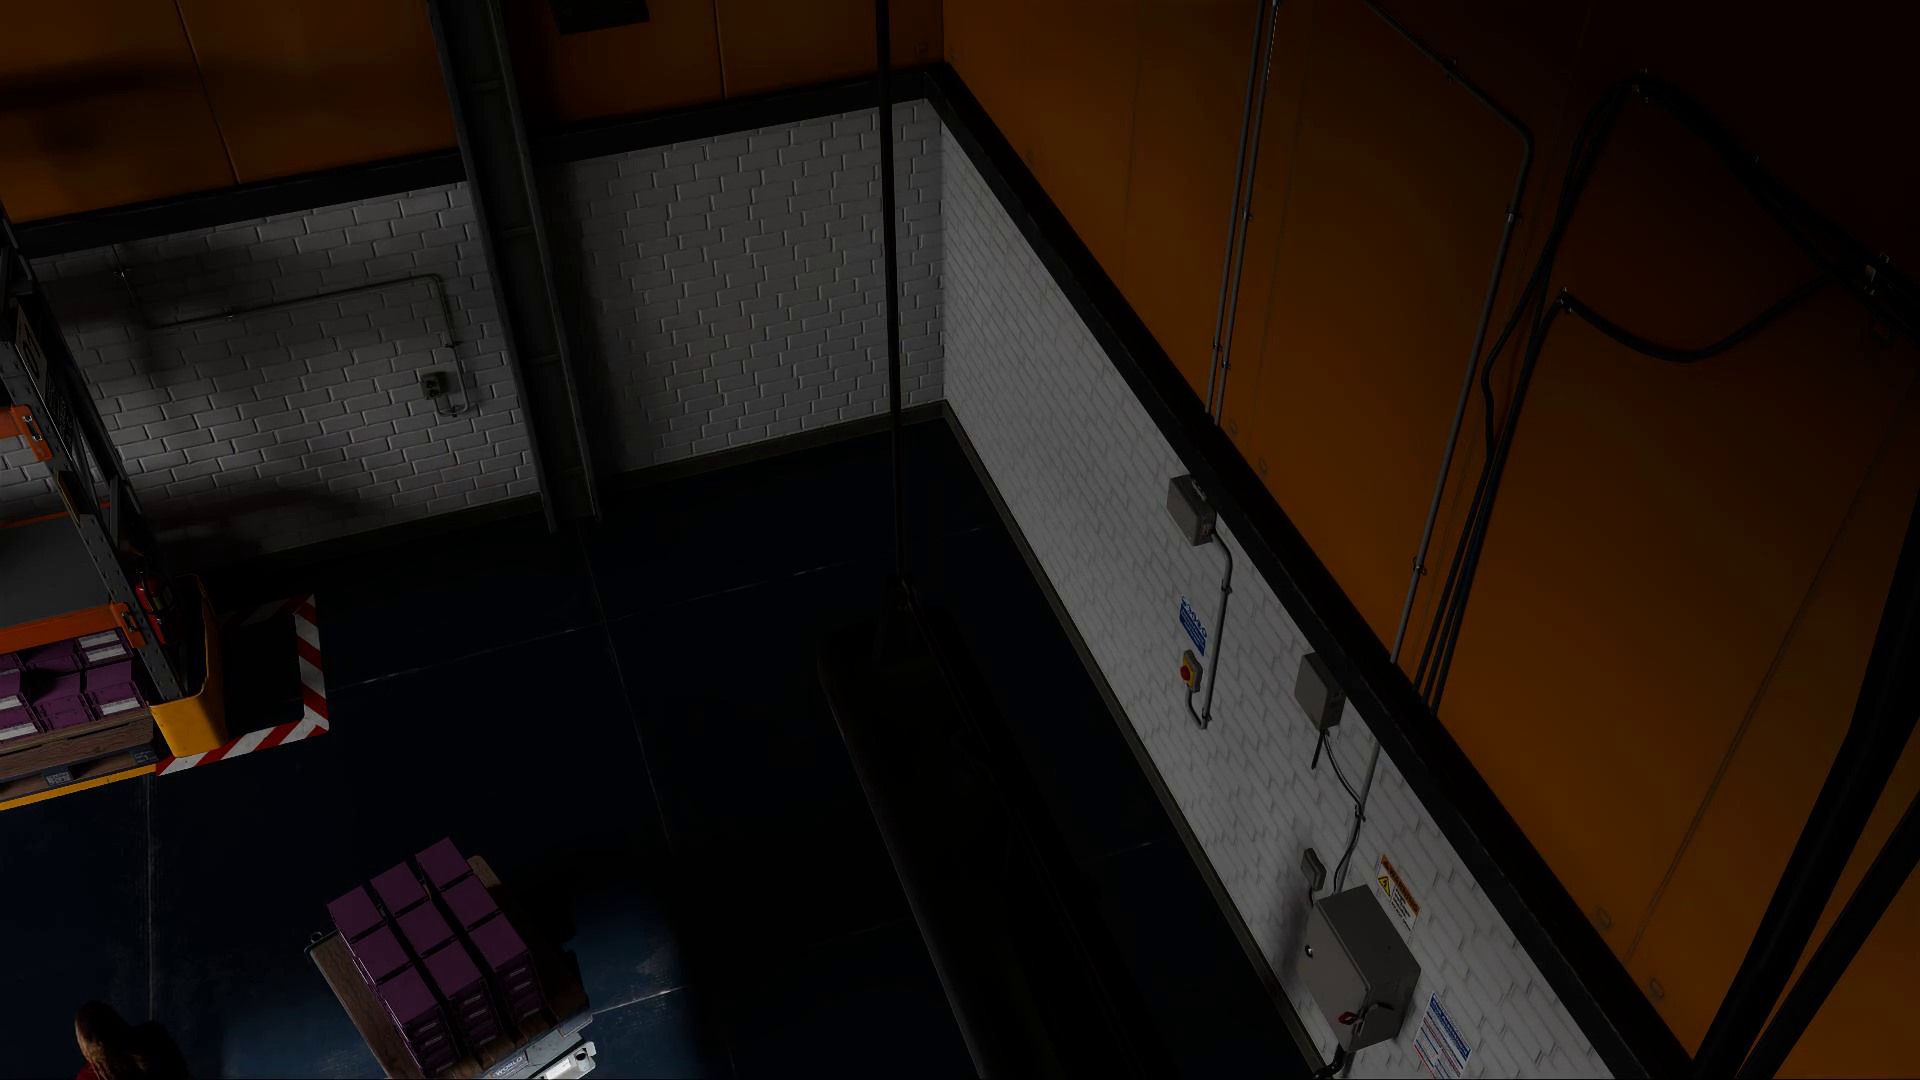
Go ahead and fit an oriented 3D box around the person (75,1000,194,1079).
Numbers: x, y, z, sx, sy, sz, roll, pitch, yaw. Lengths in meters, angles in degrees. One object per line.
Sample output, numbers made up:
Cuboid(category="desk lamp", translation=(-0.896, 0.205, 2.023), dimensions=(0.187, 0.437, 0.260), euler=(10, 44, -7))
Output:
Cuboid(category="person", translation=(-3.899, 2.759, 8.077), dimensions=(0.811, 1.621, 0.750), euler=(30, 51, 28))
